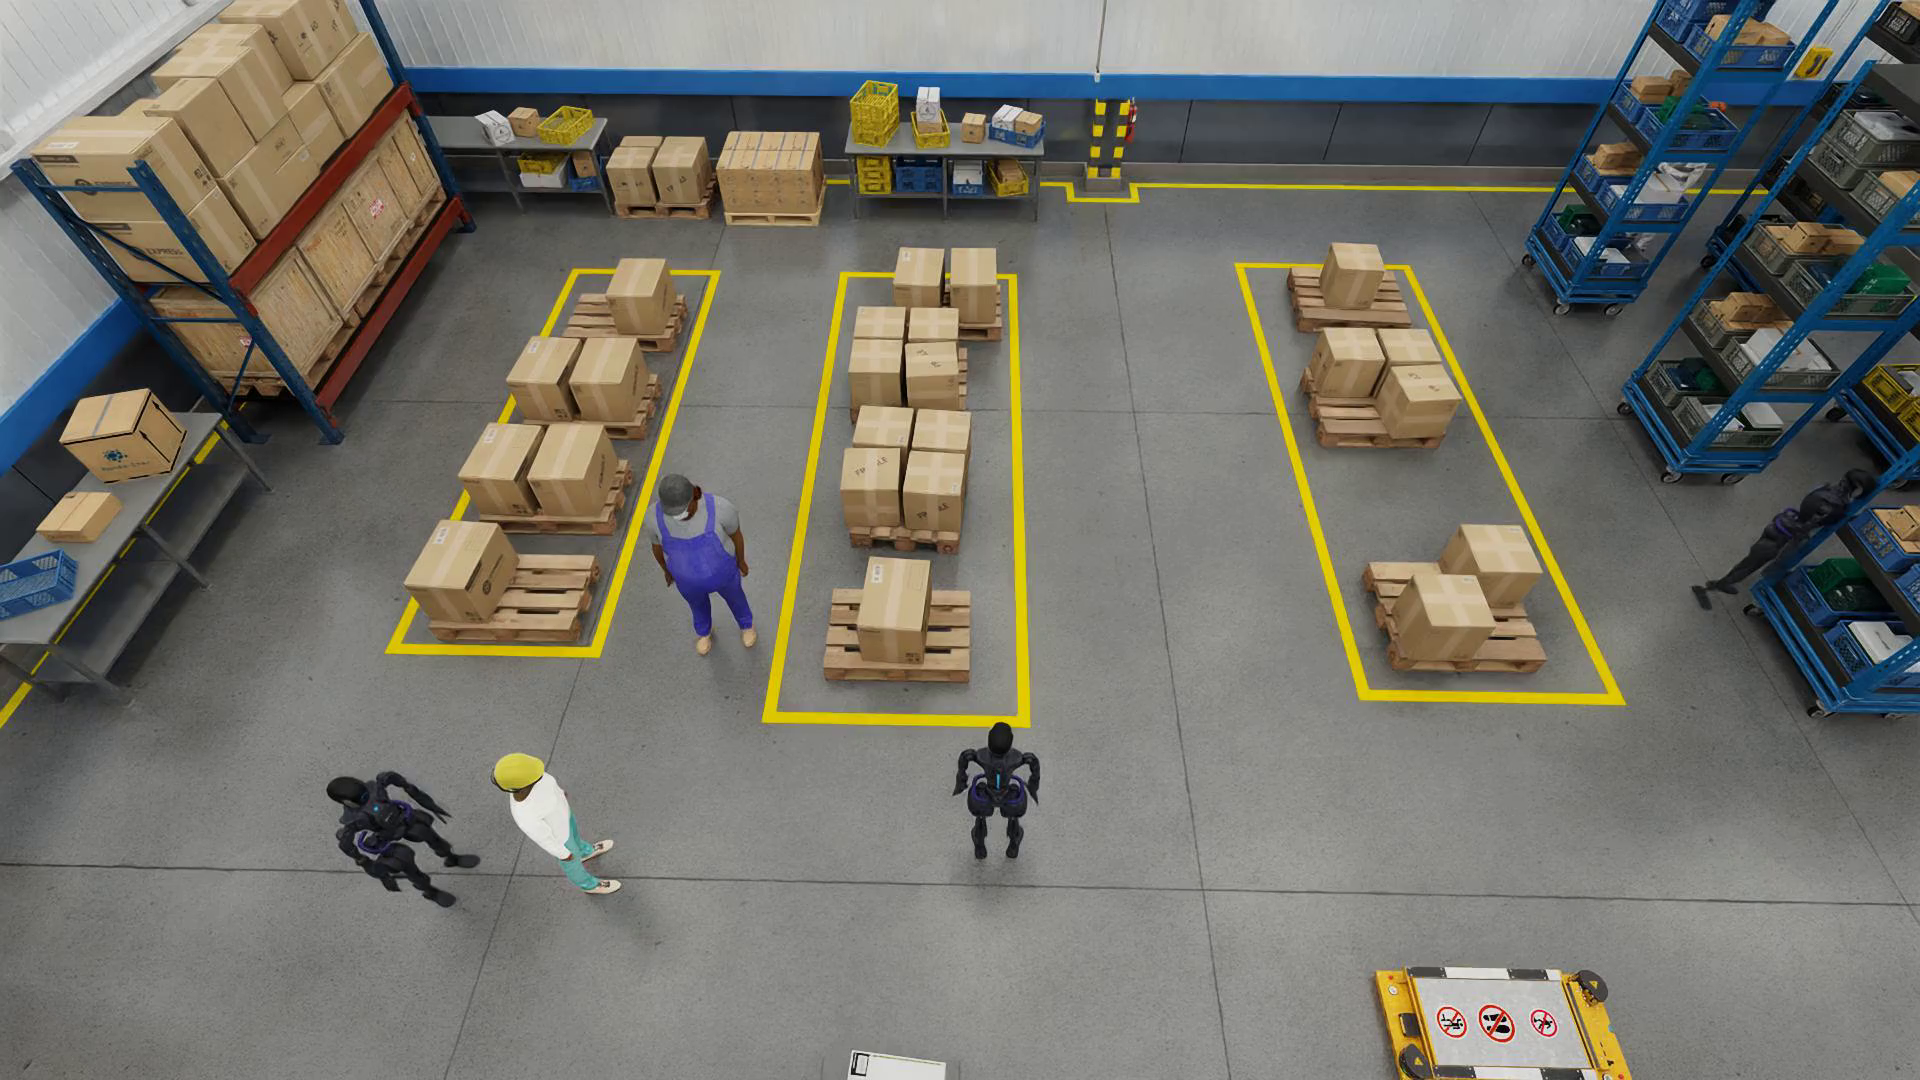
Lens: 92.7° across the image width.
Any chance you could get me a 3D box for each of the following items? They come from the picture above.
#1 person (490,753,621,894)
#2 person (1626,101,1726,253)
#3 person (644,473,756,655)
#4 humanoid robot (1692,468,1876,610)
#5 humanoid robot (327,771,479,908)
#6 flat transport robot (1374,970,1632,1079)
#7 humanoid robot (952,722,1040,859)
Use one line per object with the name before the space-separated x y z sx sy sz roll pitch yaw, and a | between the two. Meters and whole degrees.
person | -2.634 1.848 6.013 0.310 1.768 0.529 -16 53 -13
person | 8.482 -4.285 10.936 0.340 1.882 0.579 0 51 0
person | -2.001 0.225 7.161 0.688 2.000 0.537 -8 51 -6
humanoid robot | 6.821 -0.020 7.587 0.665 1.653 0.371 -31 57 -23
humanoid robot | -3.645 1.952 5.981 0.344 1.651 0.569 12 52 9
flat transport robot | 3.501 3.133 5.914 1.431 0.197 0.652 1 51 1
humanoid robot | 0.241 1.704 6.178 0.602 1.657 0.315 3 51 2
